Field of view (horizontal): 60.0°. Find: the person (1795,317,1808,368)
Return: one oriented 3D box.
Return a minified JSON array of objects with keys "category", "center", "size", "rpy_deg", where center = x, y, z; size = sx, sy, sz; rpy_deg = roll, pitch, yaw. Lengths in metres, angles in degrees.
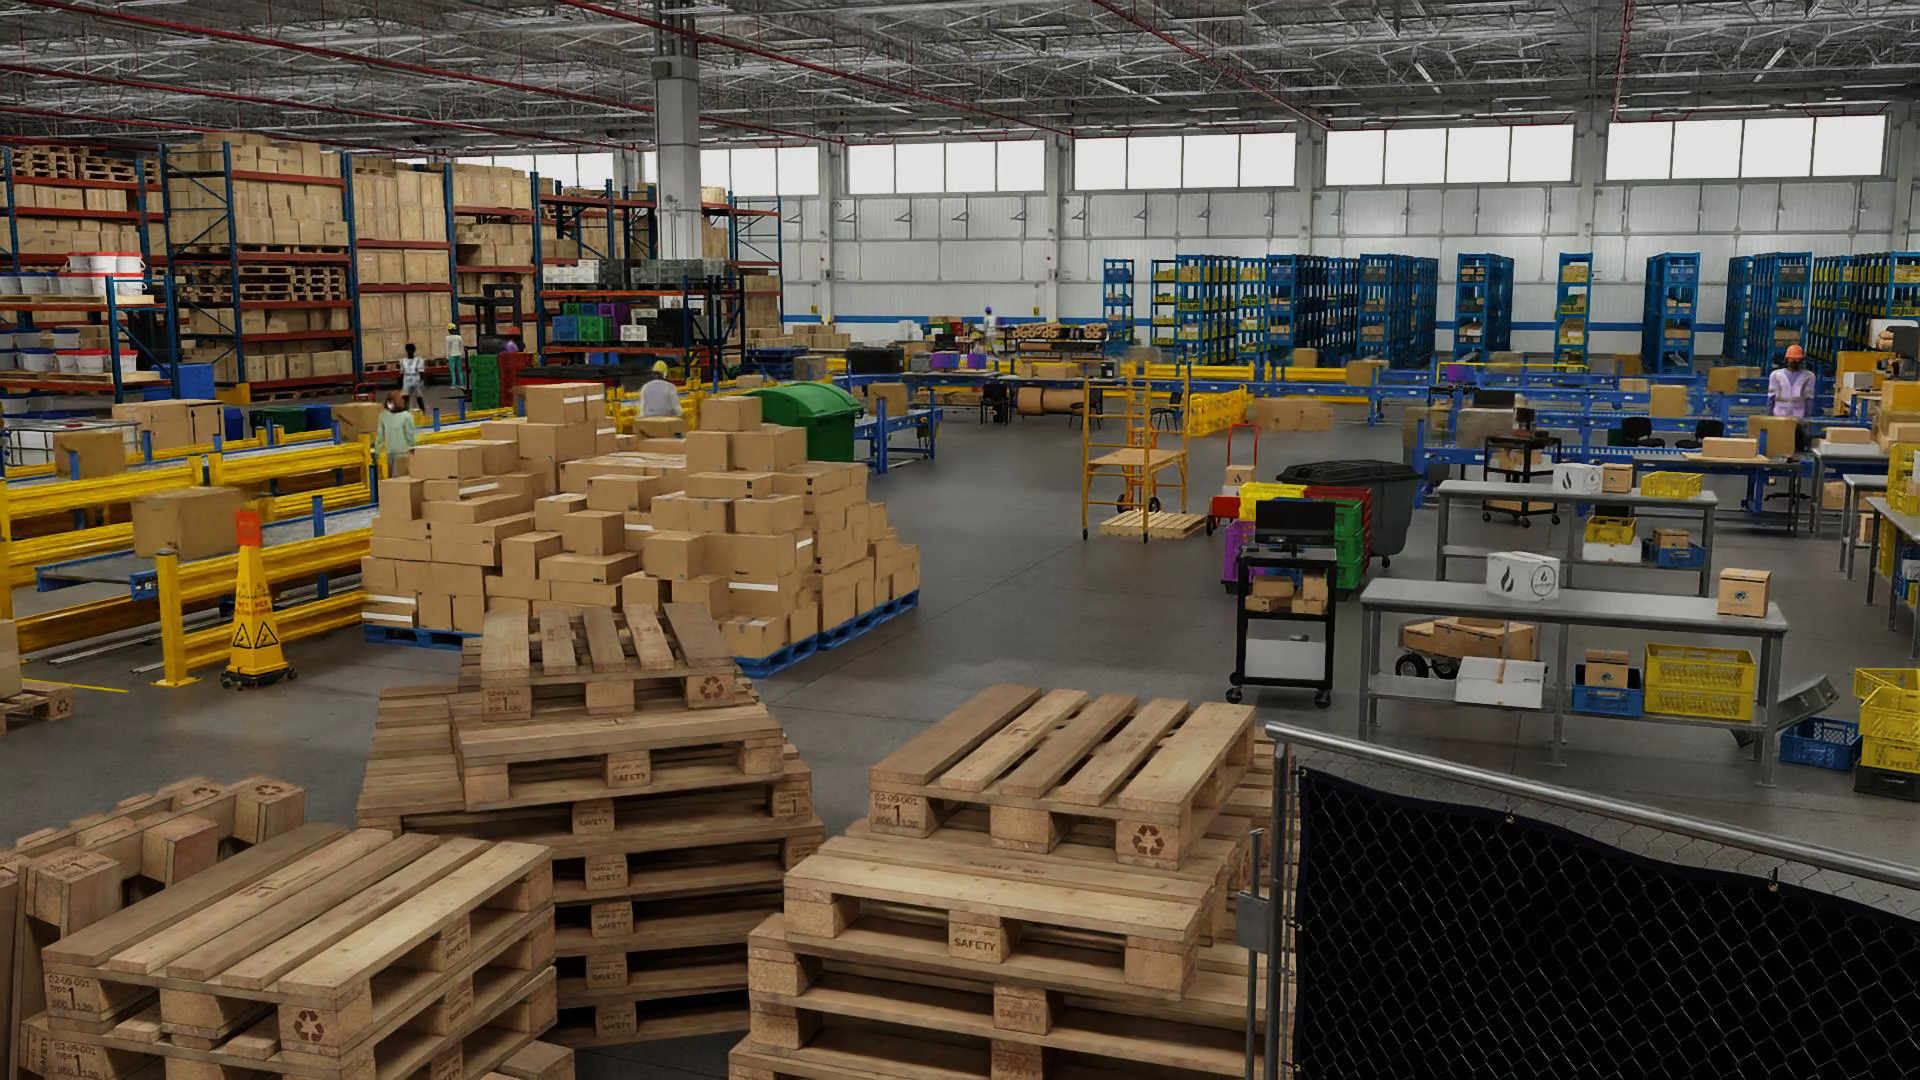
[{"category":"person","center":[24.356,-5.561,48.243],"size":[0.376,1.844,0.573],"rpy_deg":[3,10,20]}]

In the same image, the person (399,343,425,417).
[{"category":"person","center":[-11.200,-3.213,34.039],"size":[0.533,1.670,0.788],"rpy_deg":[-1,9,-4]}]

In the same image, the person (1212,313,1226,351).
[{"category":"person","center":[8.836,-6.903,56.761],"size":[0.613,1.813,0.420],"rpy_deg":[1,9,6]}]

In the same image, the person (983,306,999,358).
[{"category":"person","center":[1.070,-7.355,59.255],"size":[0.618,1.923,0.772],"rpy_deg":[-7,11,-36]}]

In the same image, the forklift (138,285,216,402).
[{"category":"forklift","center":[-17.480,-4.200,36.461],"size":[1.873,2.768,1.129],"rpy_deg":[3,10,19]}]

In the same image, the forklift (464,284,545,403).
[{"category":"forklift","center":[-10.832,-4.702,39.610],"size":[1.129,2.768,1.873],"rpy_deg":[3,10,20]}]

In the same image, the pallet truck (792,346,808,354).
[{"category":"pallet truck","center":[-3.705,-4.298,42.022],"size":[0.653,1.274,1.630],"rpy_deg":[3,10,20]}]

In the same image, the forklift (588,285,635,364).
[{"category":"forklift","center":[-9.790,-6.098,48.381],"size":[1.873,2.768,1.129],"rpy_deg":[3,10,19]}]

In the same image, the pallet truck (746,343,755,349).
[{"category":"pallet truck","center":[-6.183,-4.618,44.264],"size":[1.601,1.201,0.680],"rpy_deg":[-9,12,-43]}]

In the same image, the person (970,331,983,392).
[{"category":"person","center":[0.489,-3.942,38.412],"size":[0.756,1.747,0.536],"rpy_deg":[1,9,9]}]

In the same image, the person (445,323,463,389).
[{"category":"person","center":[-13.480,-4.884,44.276],"size":[0.340,1.757,0.519],"rpy_deg":[6,11,33]}]

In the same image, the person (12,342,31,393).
[{"category":"person","center":[-20.120,-3.435,35.606],"size":[0.345,1.617,0.519],"rpy_deg":[4,10,26]}]

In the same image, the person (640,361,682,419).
[{"category":"person","center":[-4.343,-1.712,24.288],"size":[0.585,1.786,0.947],"rpy_deg":[4,10,24]}]

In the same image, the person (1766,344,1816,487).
[{"category":"person","center":[11.924,-1.786,23.910],"size":[0.608,2.048,0.365],"rpy_deg":[4,10,25]}]

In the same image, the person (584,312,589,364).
[{"category":"person","center":[-11.245,-6.035,50.753],"size":[0.621,1.992,0.397],"rpy_deg":[-5,10,-28]}]

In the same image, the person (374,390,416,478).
[{"category":"person","center":[-7.105,-1.118,21.121],"size":[0.498,1.601,0.801],"rpy_deg":[4,10,21]}]

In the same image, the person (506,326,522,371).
[{"category":"person","center":[-10.055,-3.833,37.223],"size":[0.893,1.908,0.555],"rpy_deg":[-3,9,-16]}]
